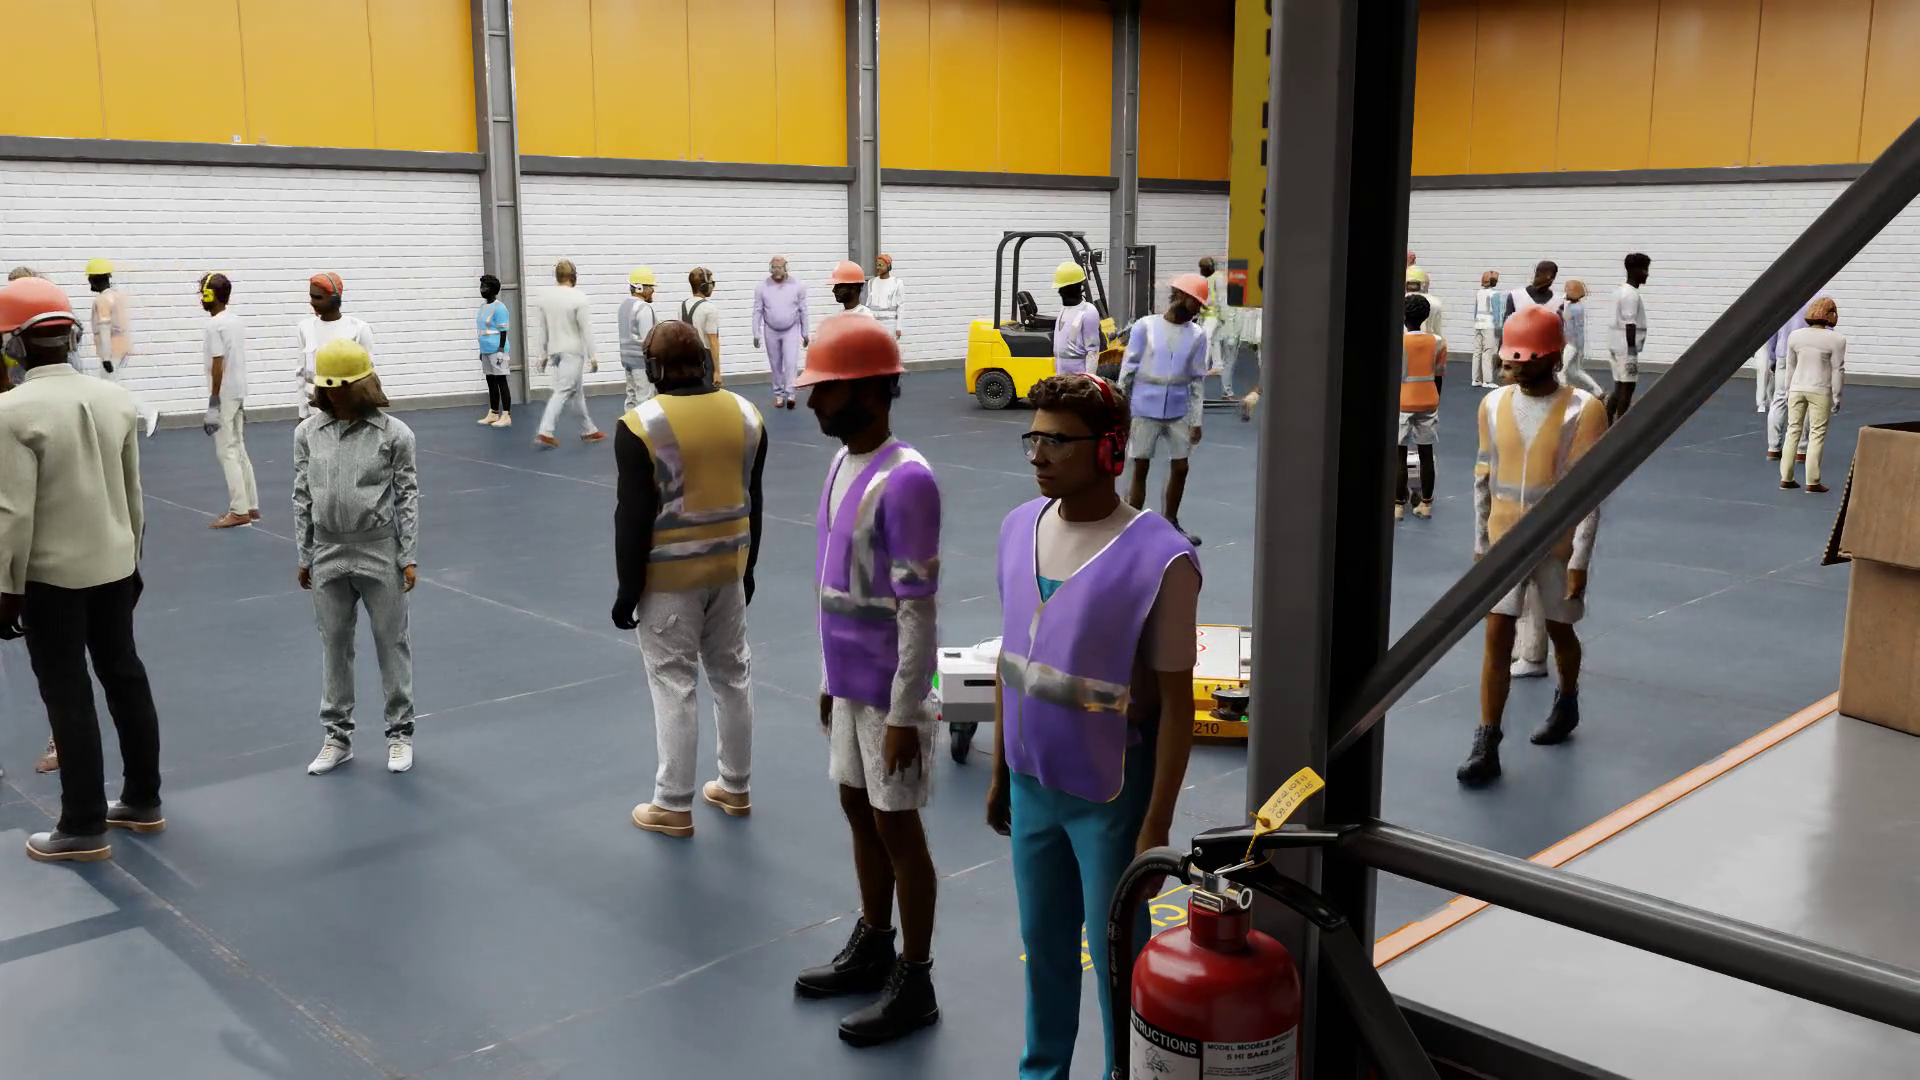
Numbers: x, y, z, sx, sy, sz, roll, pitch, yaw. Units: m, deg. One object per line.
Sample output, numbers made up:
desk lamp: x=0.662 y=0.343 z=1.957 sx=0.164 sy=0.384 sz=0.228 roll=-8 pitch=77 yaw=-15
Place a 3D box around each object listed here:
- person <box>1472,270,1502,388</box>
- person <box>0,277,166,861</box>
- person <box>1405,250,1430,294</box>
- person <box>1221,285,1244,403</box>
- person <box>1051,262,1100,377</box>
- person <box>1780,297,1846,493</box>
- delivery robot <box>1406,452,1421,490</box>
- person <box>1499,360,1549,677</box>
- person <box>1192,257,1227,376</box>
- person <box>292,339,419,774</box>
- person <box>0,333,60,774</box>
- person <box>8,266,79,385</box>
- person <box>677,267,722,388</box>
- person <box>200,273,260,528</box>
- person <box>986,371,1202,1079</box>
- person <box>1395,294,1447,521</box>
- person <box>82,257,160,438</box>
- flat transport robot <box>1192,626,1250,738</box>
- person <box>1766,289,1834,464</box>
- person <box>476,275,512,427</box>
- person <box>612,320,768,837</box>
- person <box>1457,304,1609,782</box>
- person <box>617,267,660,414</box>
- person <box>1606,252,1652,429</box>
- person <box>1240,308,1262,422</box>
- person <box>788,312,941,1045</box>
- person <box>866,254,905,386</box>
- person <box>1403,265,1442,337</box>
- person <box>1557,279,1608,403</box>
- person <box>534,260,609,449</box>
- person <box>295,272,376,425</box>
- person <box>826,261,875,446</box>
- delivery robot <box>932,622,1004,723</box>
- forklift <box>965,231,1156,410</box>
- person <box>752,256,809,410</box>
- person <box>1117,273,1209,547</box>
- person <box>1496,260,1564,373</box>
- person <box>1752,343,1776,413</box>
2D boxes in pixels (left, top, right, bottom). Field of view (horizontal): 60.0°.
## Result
person: x=7.379 y=-2.946 z=23.297 sx=0.313 sy=1.642 sz=0.513 roll=-3 pitch=11 yaw=-17
person: x=-3.063 y=0.104 z=5.708 sx=0.394 sy=1.990 sz=0.618 roll=3 pitch=11 yaw=17
person: x=6.511 y=-3.267 z=24.325 sx=0.641 sy=1.908 sz=0.407 roll=-2 pitch=11 yaw=-12
person: x=3.502 y=-2.569 z=21.261 sx=0.283 sy=1.633 sz=0.501 roll=4 pitch=11 yaw=19
person: x=0.914 y=-1.289 z=13.520 sx=0.379 sy=1.915 sz=0.585 roll=-4 pitch=11 yaw=-23
person: x=7.103 y=-1.206 z=13.858 sx=0.280 sy=1.624 sz=0.494 roll=-7 pitch=13 yaw=-34
delivery robot: x=3.283 y=-0.559 z=12.989 sx=0.707 sy=0.478 sz=0.477 roll=-3 pitch=11 yaw=-17
person: x=2.749 y=-0.152 z=8.102 sx=0.320 sy=1.628 sz=0.522 roll=3 pitch=11 yaw=17
person: x=3.737 y=-3.370 z=25.174 sx=0.786 sy=1.794 sz=0.741 roll=-4 pitch=11 yaw=-21
person: x=-2.388 y=0.073 z=6.581 sx=0.484 sy=1.735 sz=0.311 roll=0 pitch=10 yaw=-2
person: x=-3.681 y=0.056 z=6.390 sx=0.524 sy=1.847 sz=0.793 roll=0 pitch=10 yaw=0
person: x=-7.305 y=-1.253 z=13.382 sx=0.635 sy=1.905 sz=0.883 roll=5 pitch=11 yaw=24
person: x=-2.351 y=-1.546 z=15.107 sx=0.506 sy=1.846 sz=0.348 roll=9 pitch=14 yaw=41
person: x=-5.396 y=-1.009 z=12.215 sx=0.327 sy=1.854 sz=0.591 roll=0 pitch=10 yaw=-1
person: x=0.280 y=0.551 z=3.671 sx=0.390 sy=1.847 sz=0.563 roll=-9 pitch=14 yaw=-40
person: x=3.378 y=-0.987 z=12.462 sx=0.533 sy=1.697 sz=0.319 roll=-3 pitch=11 yaw=-17
person: x=-8.696 y=-1.945 z=17.106 sx=0.726 sy=1.908 sz=0.603 roll=-2 pitch=11 yaw=-13
flat transport robot: x=1.031 y=0.607 z=7.665 sx=0.652 sy=0.197 sz=1.431 roll=2 pitch=11 yaw=9
person: x=7.875 y=-1.685 z=15.612 sx=0.362 sy=1.939 sz=0.636 roll=-6 pitch=12 yaw=-30
person: x=-5.218 y=-2.109 z=18.582 sx=0.318 sy=1.697 sz=0.535 roll=-10 pitch=14 yaw=-43
person: x=-0.983 y=0.137 z=5.959 sx=0.429 sy=1.837 sz=0.621 roll=10 pitch=14 yaw=44
person: x=2.316 y=-0.008 z=6.676 sx=0.560 sy=1.877 sz=1.025 roll=9 pitch=13 yaw=39
person: x=-3.048 y=-1.691 z=15.949 sx=0.404 sy=1.827 sz=0.589 roll=-7 pitch=13 yaw=-34
person: x=6.861 y=-1.957 z=17.077 sx=0.471 sy=1.961 sz=0.654 roll=2 pitch=11 yaw=11
person: x=3.432 y=-2.271 z=18.631 sx=0.792 sy=2.011 sz=0.651 roll=-7 pitch=12 yaw=-32
person: x=-0.254 y=0.372 z=4.437 sx=0.381 sy=1.933 sz=0.566 roll=-5 pitch=11 yaw=-24
person: x=-1.001 y=-2.810 z=21.901 sx=0.576 sy=1.882 sz=0.355 roll=6 pitch=12 yaw=29
person: x=4.762 y=-1.982 z=17.542 sx=0.610 sy=1.821 sz=0.492 roll=2 pitch=11 yaw=13
person: x=7.486 y=-2.344 z=20.109 sx=0.751 sy=1.605 sz=0.494 roll=2 pitch=11 yaw=11
person: x=-3.975 y=-1.873 z=16.788 sx=0.637 sy=1.890 sz=1.048 roll=7 pitch=13 yaw=34
person: x=-4.243 y=-0.869 z=11.308 sx=0.572 sy=1.886 sz=0.355 roll=2 pitch=11 yaw=12
person: x=-0.843 y=-1.157 z=12.736 sx=0.354 sy=1.939 sz=0.545 roll=-6 pitch=12 yaw=-28
delivery robot: x=0.225 y=0.571 z=6.827 sx=0.707 sy=0.478 sz=0.477 roll=0 pitch=10 yaw=0
forklift: x=1.222 y=-2.721 z=20.561 sx=2.313 sy=2.155 sz=1.214 roll=2 pitch=11 yaw=13
person: x=-2.209 y=-2.519 z=20.343 sx=0.680 sy=1.859 sz=0.954 roll=0 pitch=10 yaw=0
person: x=1.316 y=-0.847 z=11.224 sx=0.701 sy=1.887 sz=0.376 roll=-2 pitch=11 yaw=-10
person: x=5.809 y=-1.884 z=16.918 sx=0.644 sy=1.864 sz=0.488 roll=-2 pitch=11 yaw=-8
person: x=9.771 y=-2.339 z=20.037 sx=0.531 sy=1.621 sz=0.393 roll=3 pitch=11 yaw=18
